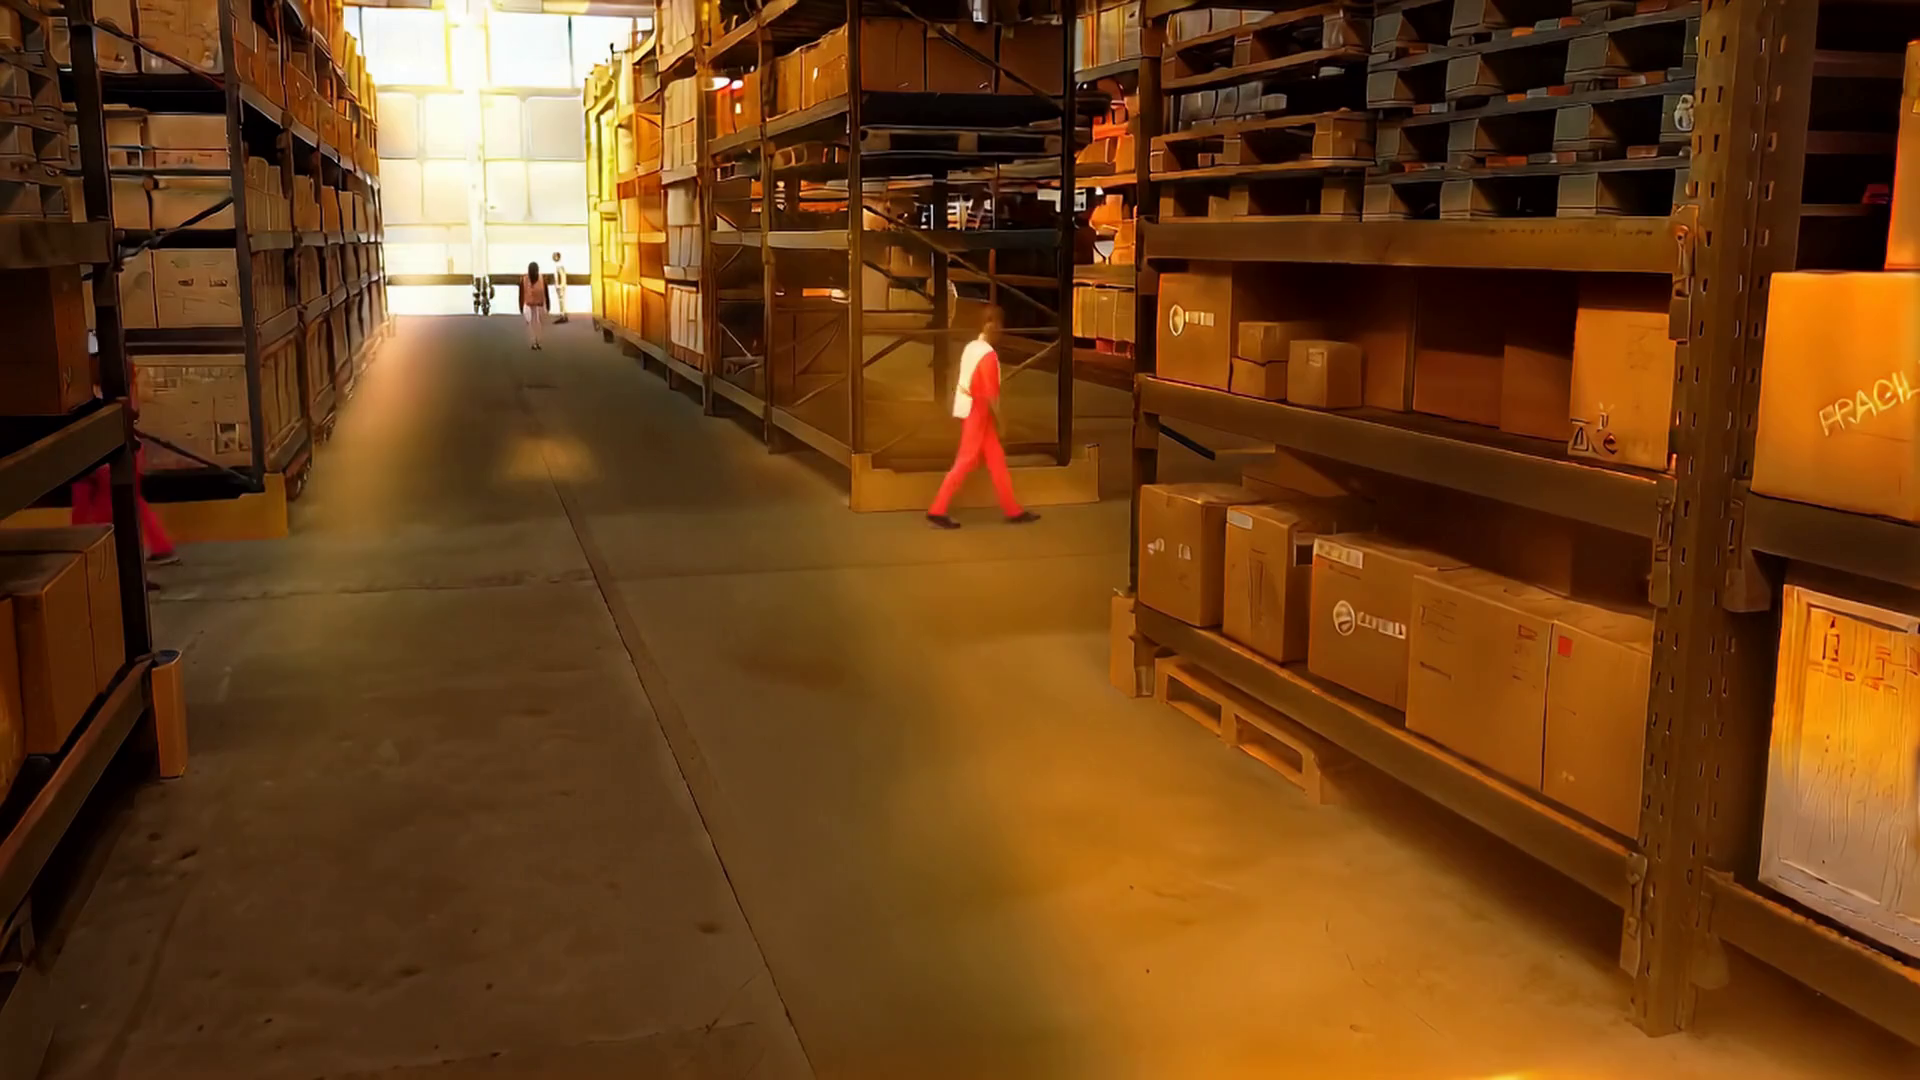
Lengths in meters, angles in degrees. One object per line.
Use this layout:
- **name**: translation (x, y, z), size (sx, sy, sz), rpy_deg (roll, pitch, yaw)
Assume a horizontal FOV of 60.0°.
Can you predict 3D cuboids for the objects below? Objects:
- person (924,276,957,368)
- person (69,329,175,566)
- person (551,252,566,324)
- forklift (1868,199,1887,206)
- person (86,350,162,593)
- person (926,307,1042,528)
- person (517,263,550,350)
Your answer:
- **person**: translation (-0.373, -4.026, 29.814), size (0.642, 1.909, 0.409), rpy_deg (6, 12, 29)
- **person**: translation (-6.068, -0.634, 11.734), size (0.915, 1.719, 0.559), rpy_deg (-1, 10, -5)
- **person**: translation (-10.896, -6.841, 45.156), size (0.360, 1.939, 0.543), rpy_deg (-1, 10, -7)
- **forklift**: translation (11.338, -2.915, 21.052), size (1.129, 2.768, 1.873), rpy_deg (-3, 11, -17)
- **person**: translation (-5.501, -0.437, 10.910), size (0.589, 1.609, 0.532), rpy_deg (-3, 11, -16)
- **person**: translation (0.169, -0.980, 13.446), size (0.987, 1.792, 0.585), rpy_deg (-2, 10, -10)
- **person**: translation (-8.947, -4.916, 34.958), size (0.644, 1.816, 0.790), rpy_deg (-4, 11, -22)
